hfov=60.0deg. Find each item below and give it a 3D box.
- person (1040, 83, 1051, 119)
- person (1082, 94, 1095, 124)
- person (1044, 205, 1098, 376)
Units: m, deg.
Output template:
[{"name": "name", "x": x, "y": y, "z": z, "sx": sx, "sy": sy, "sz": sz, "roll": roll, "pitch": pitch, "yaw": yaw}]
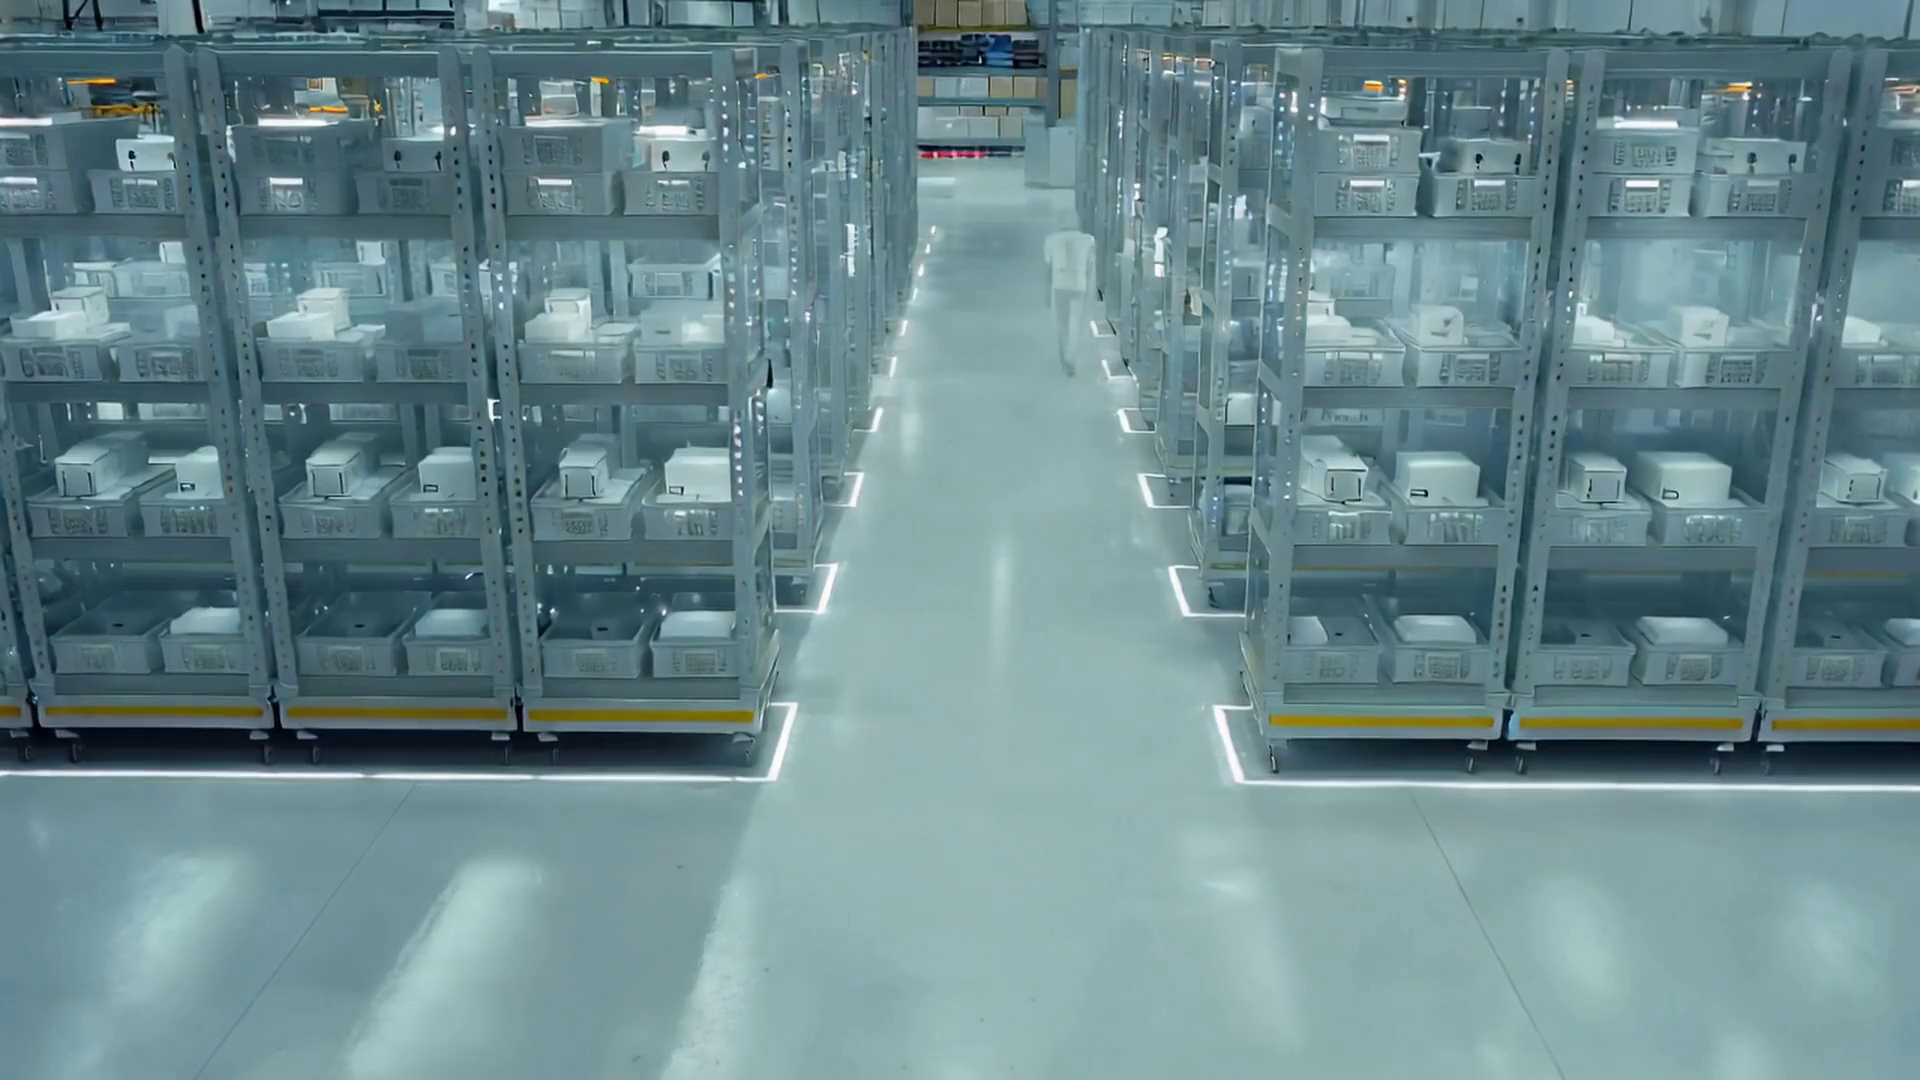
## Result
[{"name": "person", "x": 2.507, "y": -12.749, "z": 49.848, "sx": 0.587, "sy": 1.917, "sz": 0.564, "roll": -5, "pitch": 18, "yaw": -16}, {"name": "person", "x": 3.339, "y": -10.483, "z": 42.535, "sx": 0.607, "sy": 1.987, "sz": 0.416, "roll": -2, "pitch": 17, "yaw": -5}, {"name": "person", "x": 1.186, "y": -2.710, "z": 18.046, "sx": 0.573, "sy": 1.811, "sz": 0.899, "roll": 4, "pitch": 18, "yaw": 12}]
